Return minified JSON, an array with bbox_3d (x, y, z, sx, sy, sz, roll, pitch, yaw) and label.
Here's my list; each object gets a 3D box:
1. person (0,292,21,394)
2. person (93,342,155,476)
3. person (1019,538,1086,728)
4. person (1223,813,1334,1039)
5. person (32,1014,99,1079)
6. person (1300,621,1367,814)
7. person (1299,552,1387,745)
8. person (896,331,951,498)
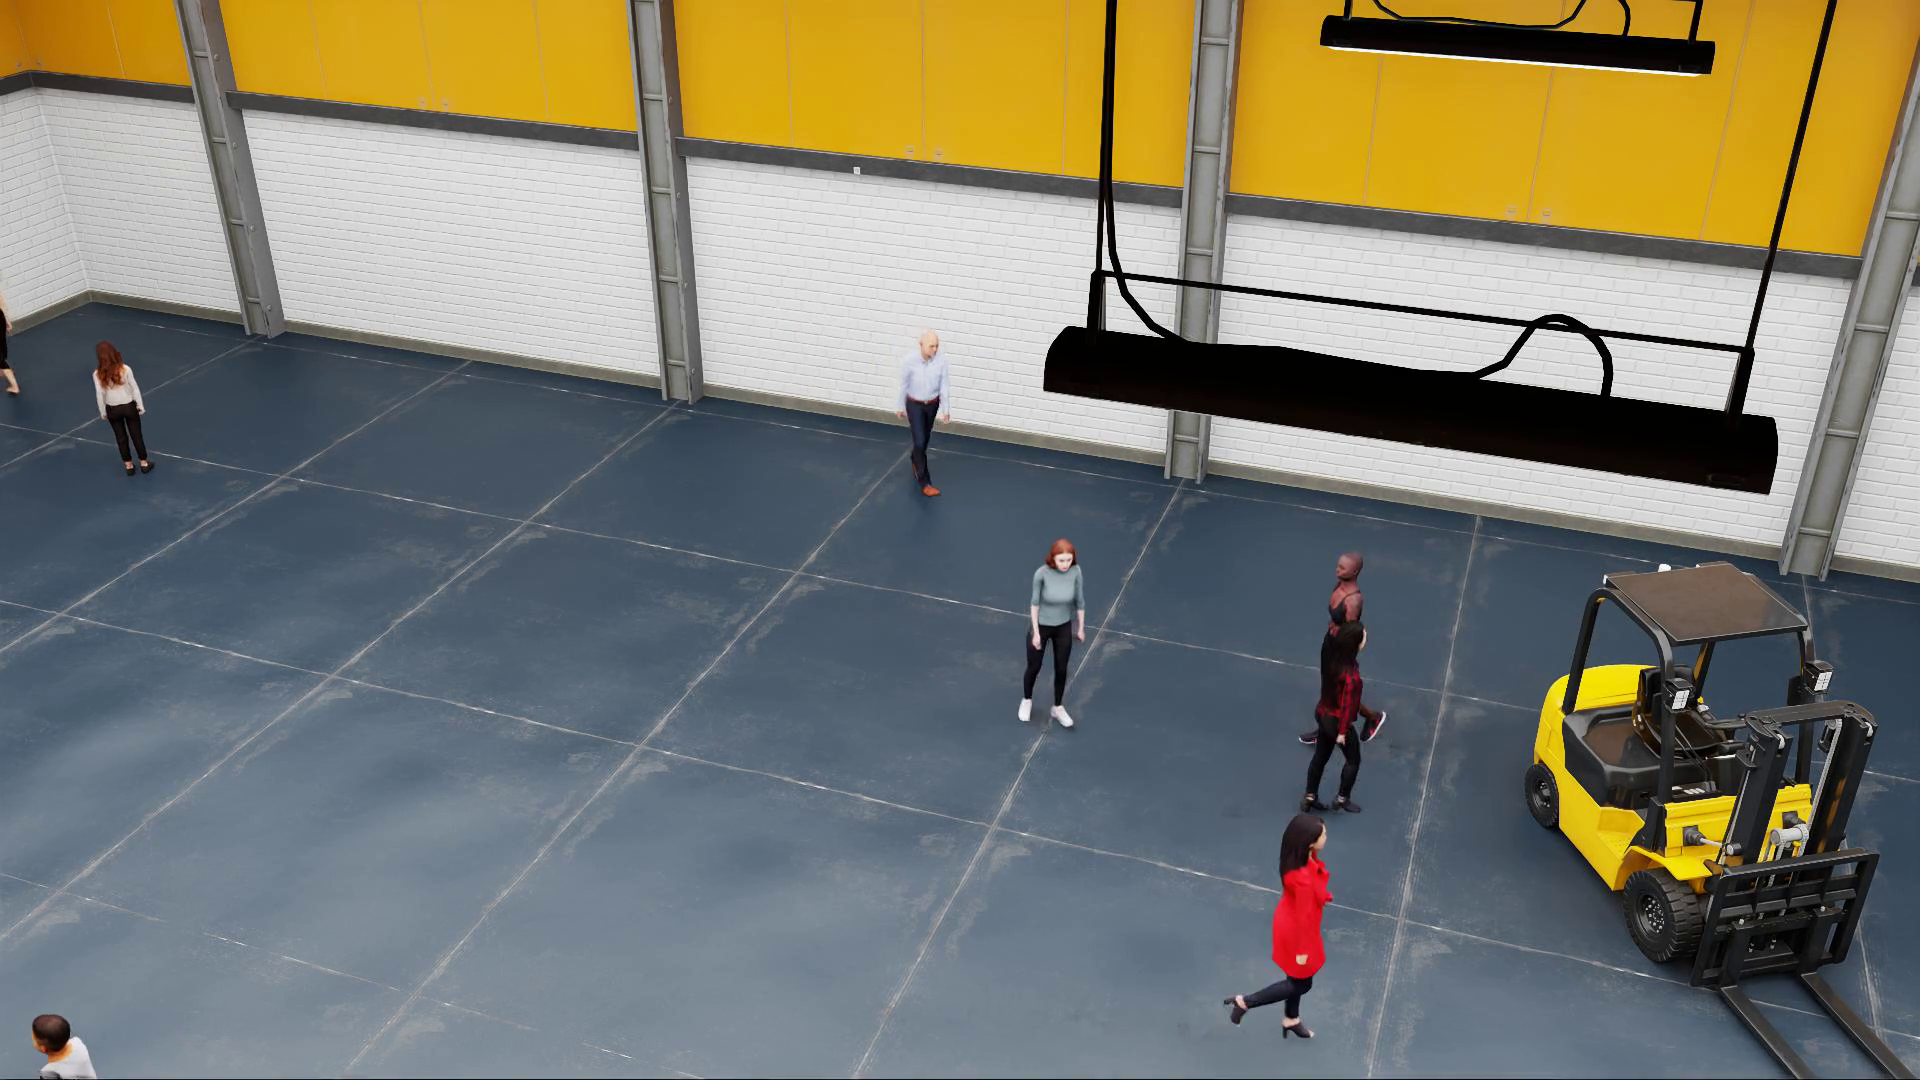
[{"bbox_3d":[-11.177,-2.440,19.229,1.135,1.581,0.847,22,36,35],"label":"person"},{"bbox_3d":[-8.763,-1.369,17.366,0.657,1.484,0.719,-9,30,-16],"label":"person"},{"bbox_3d":[0.735,0.724,13.275,0.767,1.727,0.858,-6,29,-12],"label":"person"},{"bbox_3d":[1.978,2.408,10.179,0.884,1.736,0.725,3,29,5],"label":"person"},{"bbox_3d":[-4.789,3.139,9.143,0.817,1.445,0.625,6,29,11],"label":"person"},{"bbox_3d":[2.678,1.337,12.248,0.801,1.635,0.737,-5,29,-9],"label":"person"},{"bbox_3d":[3.069,0.867,12.997,0.974,1.743,0.813,-3,29,-5],"label":"person"},{"bbox_3d":[-0.417,-1.370,17.096,1.181,1.744,1.173,-6,29,-12],"label":"person"}]
